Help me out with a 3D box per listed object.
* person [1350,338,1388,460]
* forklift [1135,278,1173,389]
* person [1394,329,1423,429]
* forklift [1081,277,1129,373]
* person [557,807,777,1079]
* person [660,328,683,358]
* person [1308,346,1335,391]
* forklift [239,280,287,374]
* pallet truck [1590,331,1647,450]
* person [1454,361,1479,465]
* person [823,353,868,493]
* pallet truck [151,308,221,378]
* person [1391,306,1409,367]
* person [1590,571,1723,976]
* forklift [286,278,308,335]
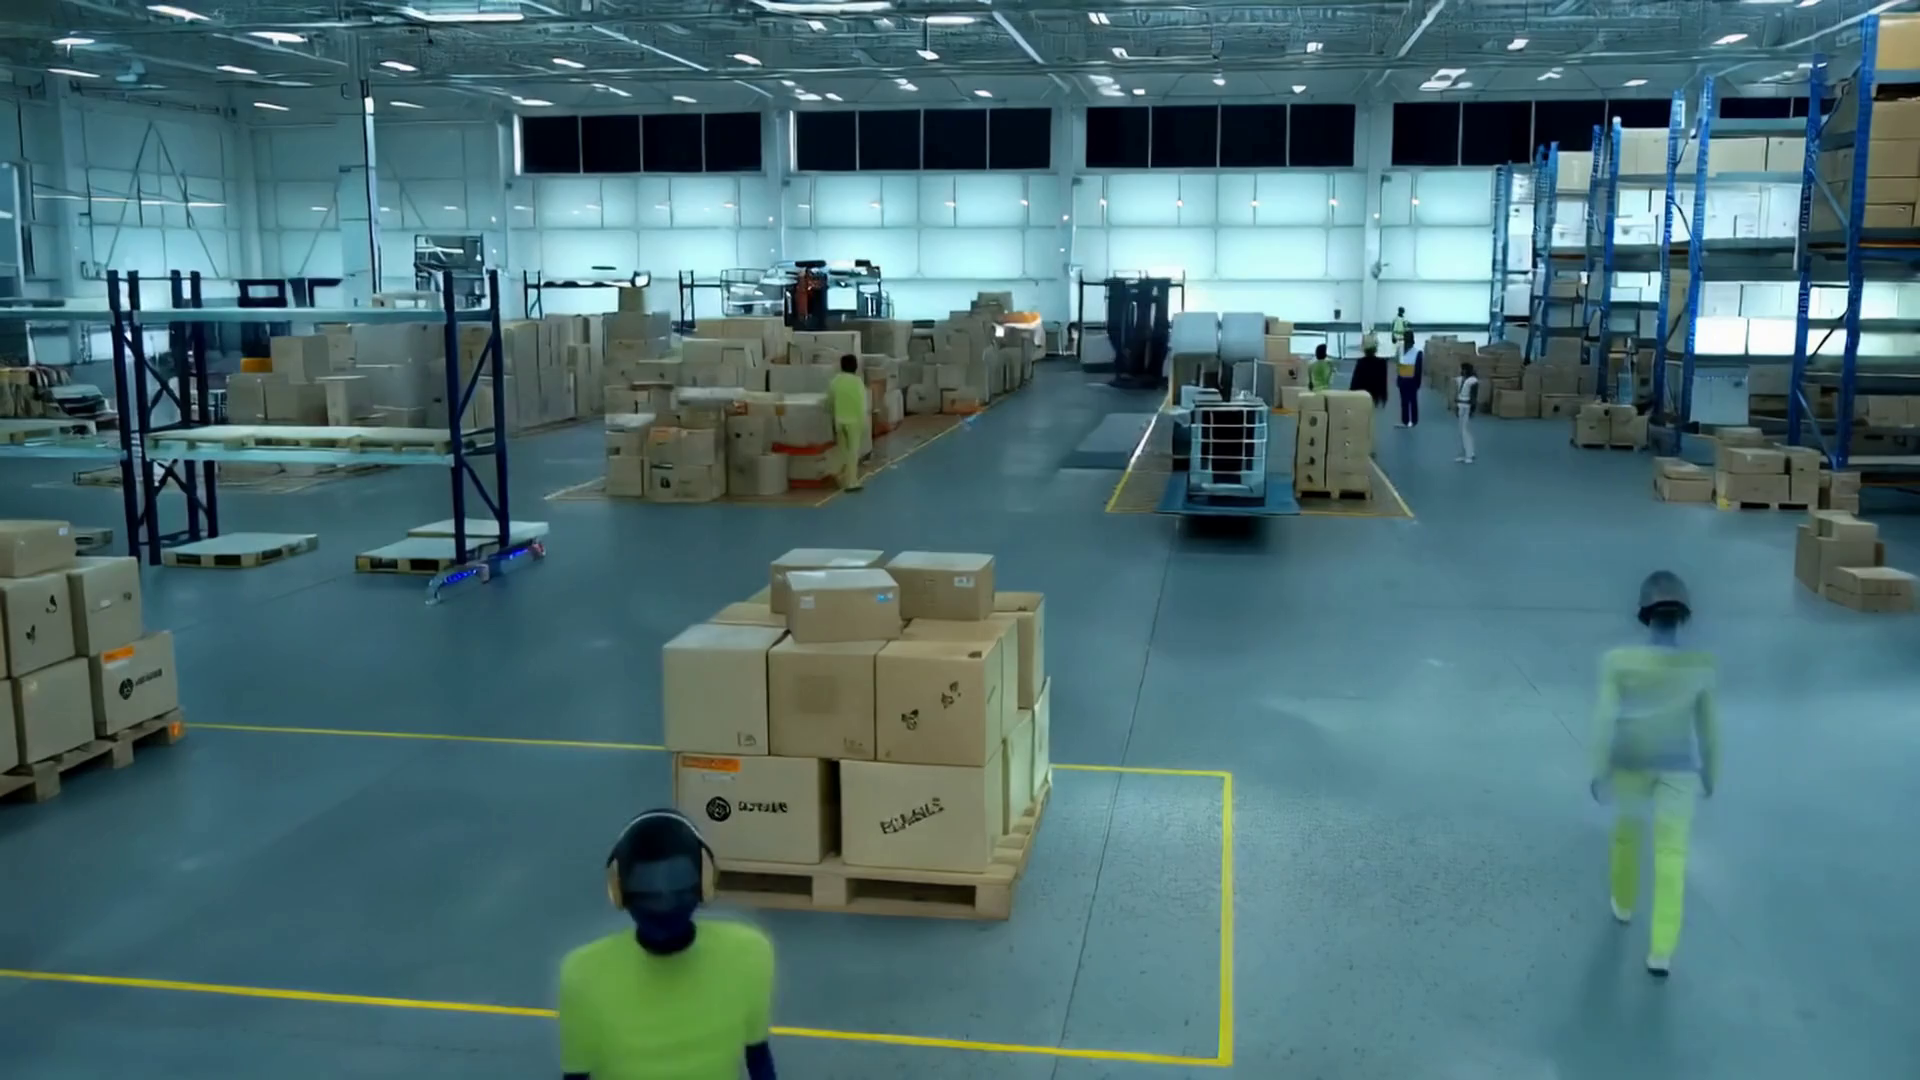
[{"bbox_3d":[6.580,-2.271,26.800,0.626,1.950,1.004,-3,10,-20],"label":"person"},{"bbox_3d":[5.010,-5.347,42.893,1.873,2.768,1.129,-6,11,-31],"label":"forklift"},{"bbox_3d":[8.643,-3.096,32.001,0.398,1.911,0.587,-5,11,-30],"label":"person"},{"bbox_3d":[4.538,-6.319,48.889,1.873,2.768,1.129,1,9,9],"label":"forklift"},{"bbox_3d":[-0.641,1.520,3.733,0.549,1.841,0.782,-2,9,-10],"label":"person"},{"bbox_3d":[-5.460,-3.119,32.086,0.650,1.928,0.516,-2,9,-11],"label":"person"},{"bbox_3d":[6.426,-2.612,29.660,0.540,1.695,0.317,-3,10,-20],"label":"person"},{"bbox_3d":[-15.623,-4.464,37.445,1.129,2.768,1.873,-3,10,-19],"label":"forklift"},{"bbox_3d":[11.253,-2.573,28.499,0.823,1.965,1.885,5,10,27],"label":"pallet truck"},{"bbox_3d":[7.963,-1.994,26.067,0.320,1.624,0.529,0,9,1],"label":"person"},{"bbox_3d":[-1.555,-1.576,22.593,0.630,1.922,0.538,7,12,38],"label":"person"},{"bbox_3d":[-21.869,-5.598,47.154,0.823,1.965,1.885,4,10,26],"label":"pallet truck"},{"bbox_3d":[13.773,-6.349,52.027,0.561,1.918,0.402,5,10,28],"label":"person"},{"bbox_3d":[3.073,0.995,7.354,0.538,1.721,0.931,3,10,17],"label":"person"},{"bbox_3d":[-17.134,-5.396,43.196,1.873,2.768,1.129,-3,10,-19],"label":"forklift"}]
